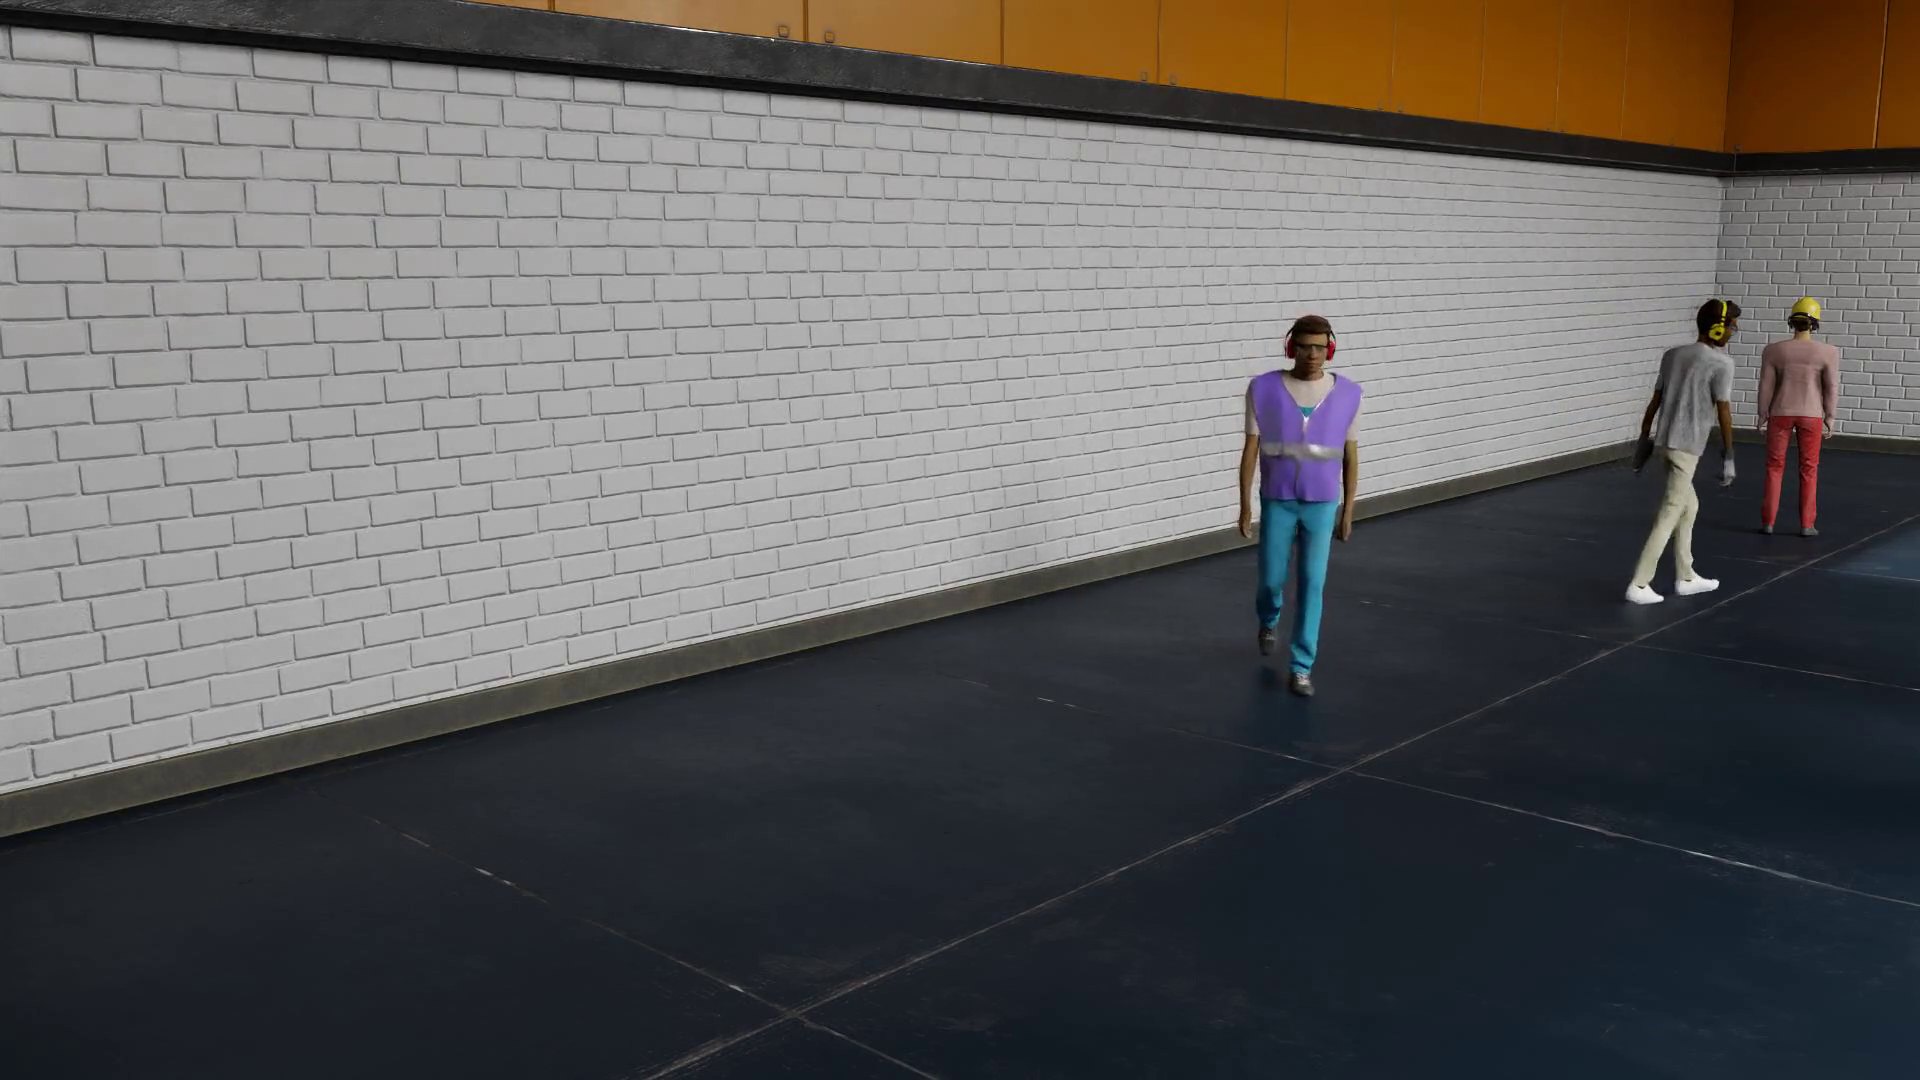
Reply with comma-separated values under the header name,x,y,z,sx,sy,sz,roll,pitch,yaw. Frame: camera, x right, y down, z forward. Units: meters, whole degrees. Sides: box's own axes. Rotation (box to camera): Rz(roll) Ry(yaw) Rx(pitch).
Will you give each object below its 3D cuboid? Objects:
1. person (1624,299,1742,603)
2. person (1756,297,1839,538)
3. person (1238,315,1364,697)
name,x,y,z,sx,sy,sz,roll,pitch,yaw
person,4.368,-0.522,9.979,0.875,1.820,0.540,-3,11,-19
person,6.175,-0.900,12.290,0.534,1.767,0.313,5,11,28
person,1.644,-0.190,8.114,0.576,1.821,0.683,1,10,6
